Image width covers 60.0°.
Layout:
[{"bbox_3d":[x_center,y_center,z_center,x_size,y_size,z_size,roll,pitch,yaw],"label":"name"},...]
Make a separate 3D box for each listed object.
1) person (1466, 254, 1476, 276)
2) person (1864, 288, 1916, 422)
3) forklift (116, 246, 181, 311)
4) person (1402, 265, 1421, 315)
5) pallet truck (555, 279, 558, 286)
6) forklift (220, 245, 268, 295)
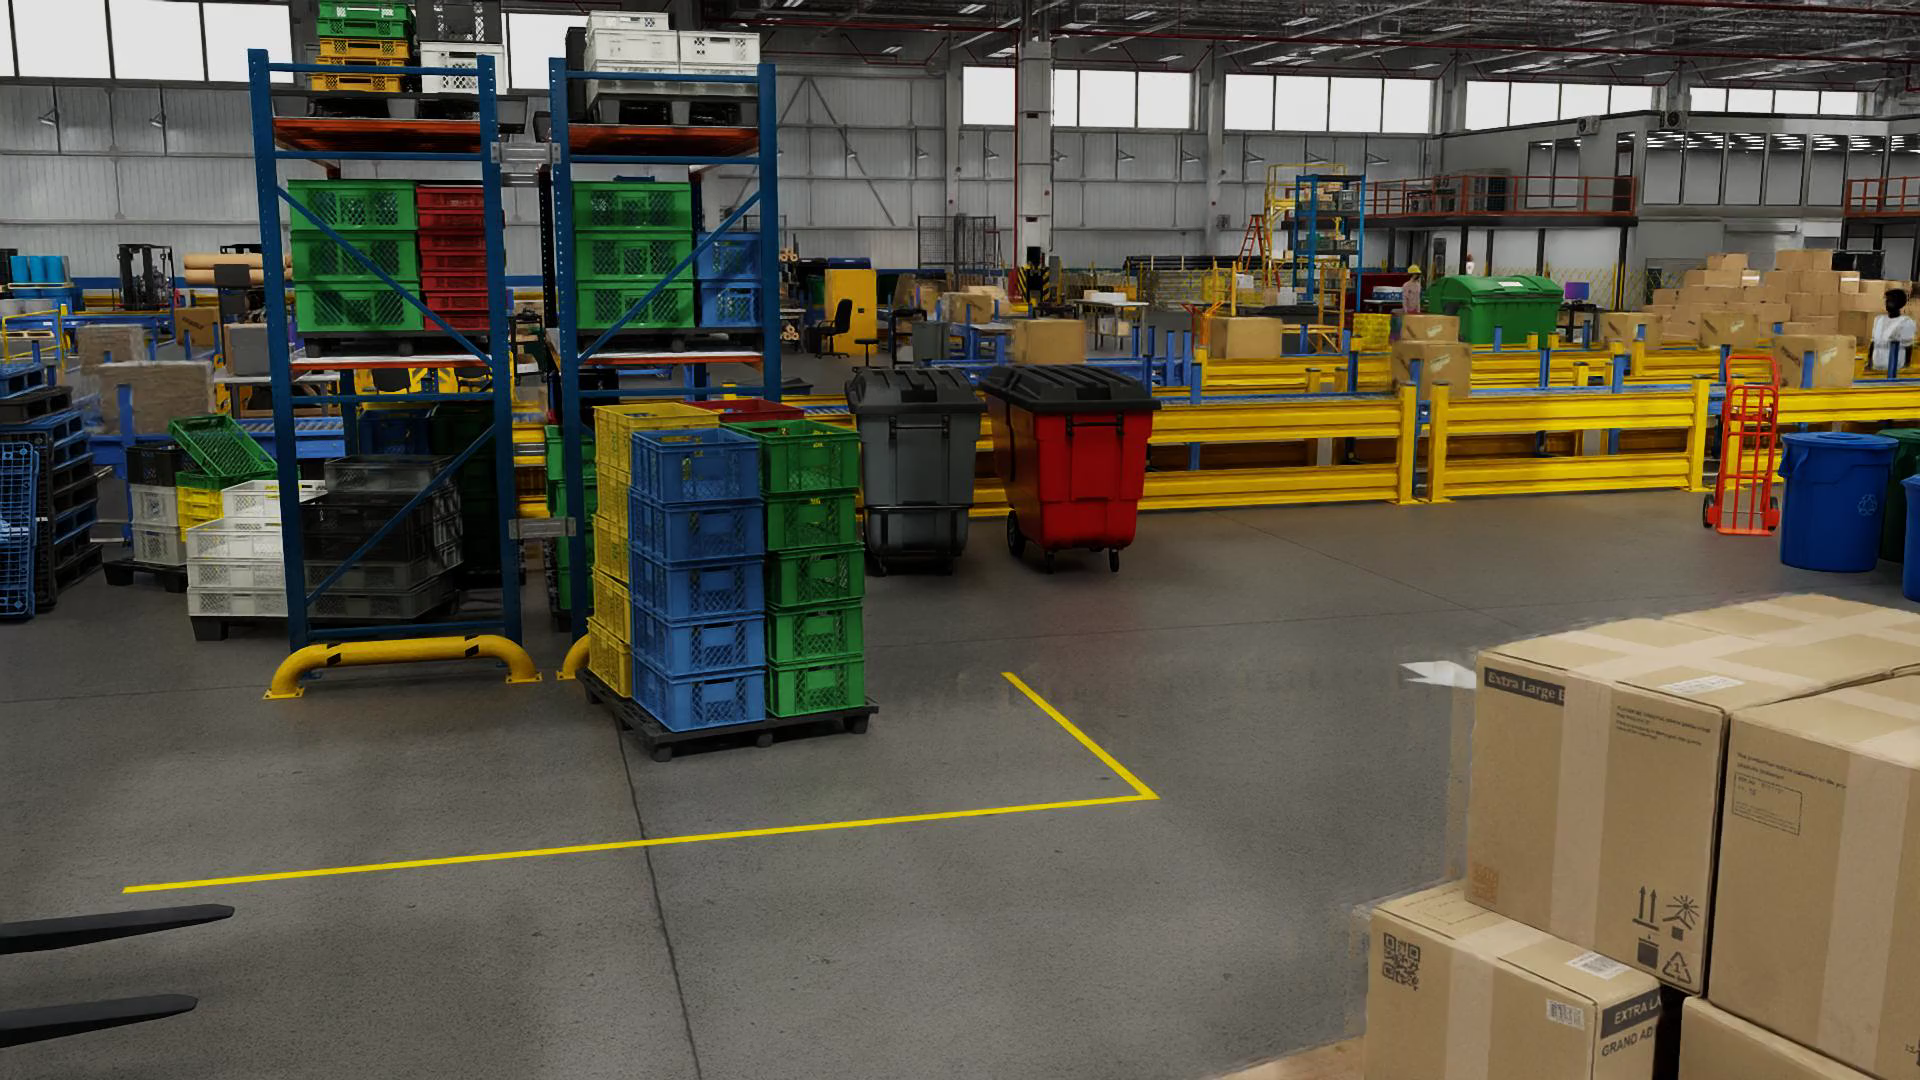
[{"bbox_3d":[17.535,-8.960,57.627,0.608,1.835,0.974,-2,10,-13],"label":"person"},{"bbox_3d":[10.412,-1.974,18.527,0.714,1.672,0.530,-2,10,-12],"label":"person"},{"bbox_3d":[-19.966,-6.232,40.894,1.157,1.987,2.680,-3,10,-15],"label":"forklift"},{"bbox_3d":[8.747,-4.433,32.202,0.526,1.772,0.303,-9,13,-41],"label":"person"},{"bbox_3d":[-10.604,-6.375,44.520,0.653,1.274,1.630,-3,10,-15],"label":"pallet truck"},{"bbox_3d":[-17.749,-6.334,41.440,1.157,1.987,2.680,-3,10,-17],"label":"forklift"}]
